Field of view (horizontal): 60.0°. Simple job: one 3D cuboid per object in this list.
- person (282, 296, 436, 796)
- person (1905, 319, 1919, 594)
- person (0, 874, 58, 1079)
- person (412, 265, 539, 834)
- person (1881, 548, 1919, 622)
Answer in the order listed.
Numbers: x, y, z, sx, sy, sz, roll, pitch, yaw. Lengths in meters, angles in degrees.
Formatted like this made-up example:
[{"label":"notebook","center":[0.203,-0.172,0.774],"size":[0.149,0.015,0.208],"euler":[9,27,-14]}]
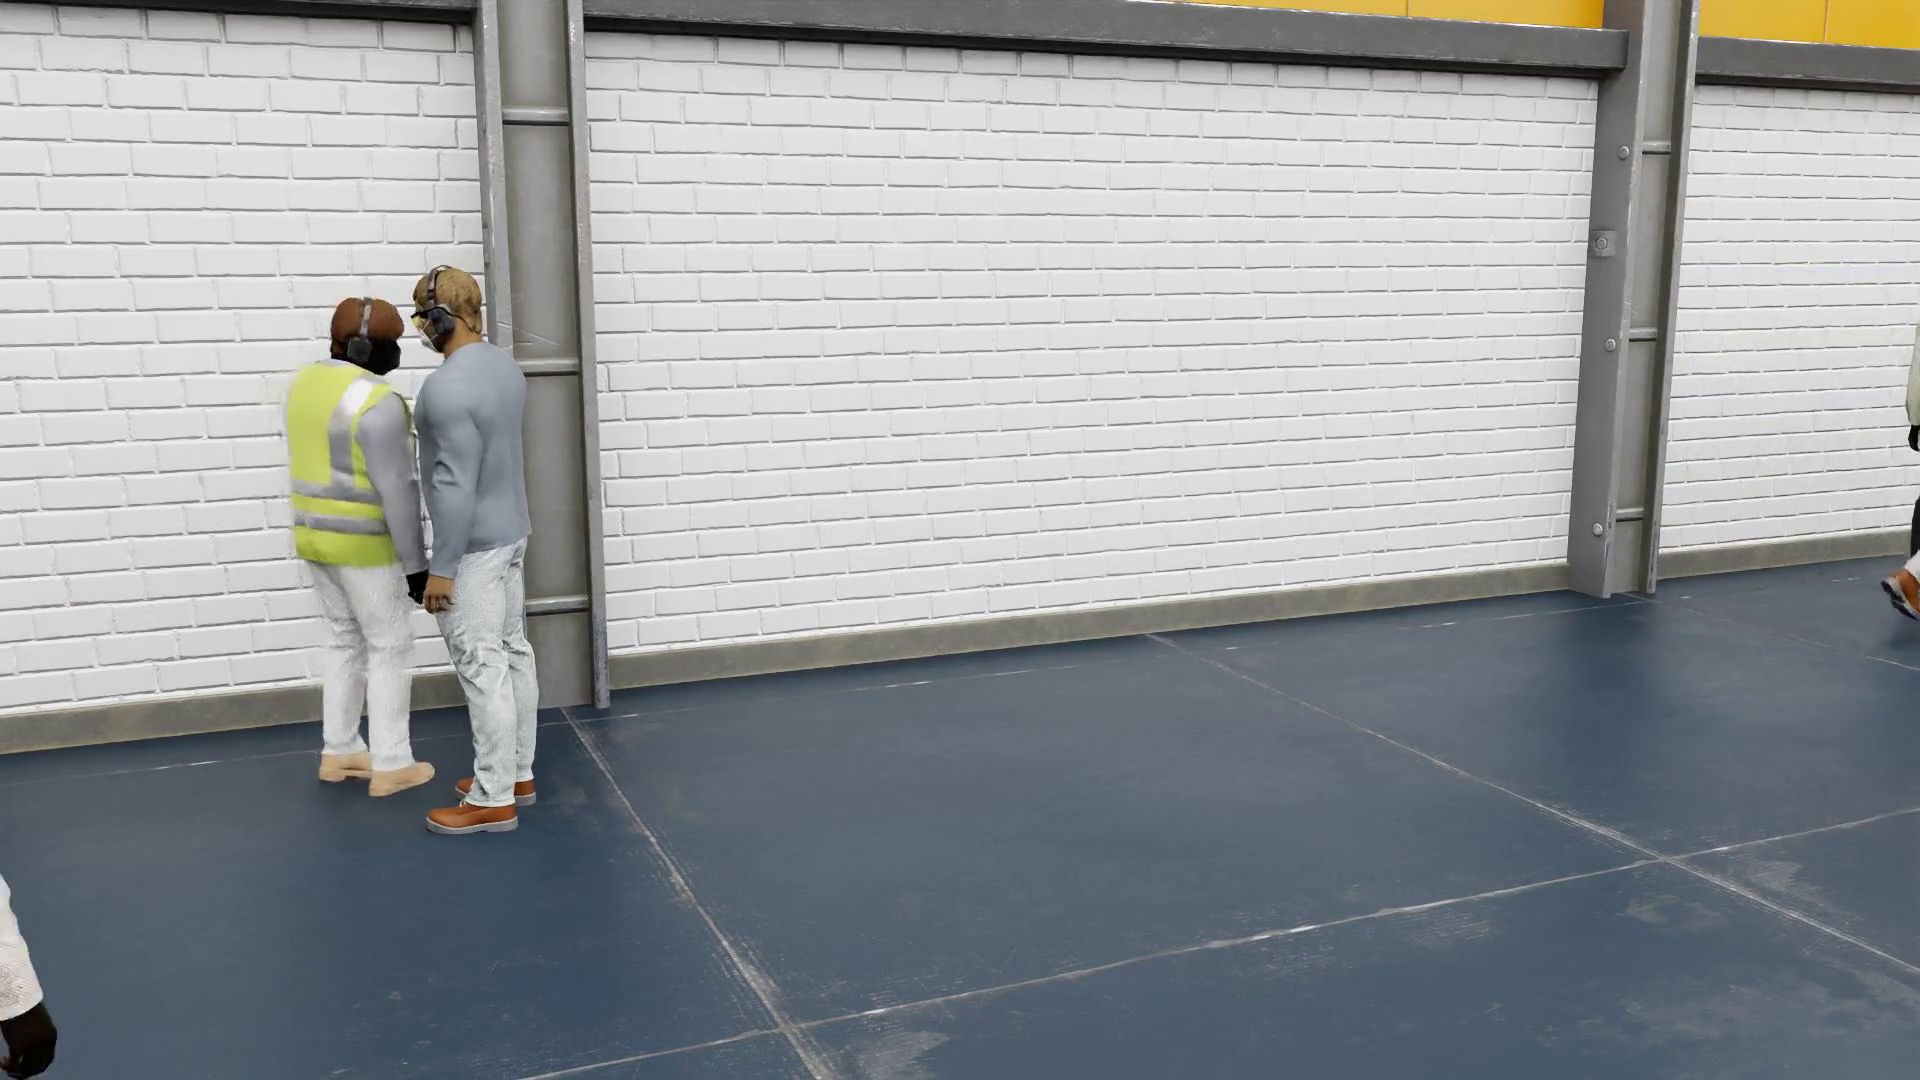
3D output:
[{"label":"person","center":[-2.161,0.046,6.008],"size":[0.657,1.812,0.434],"euler":[8,13,37]},{"label":"person","center":[5.651,-0.655,9.336],"size":[0.386,1.992,0.625],"euler":[-7,13,-35]},{"label":"person","center":[-1.740,0.637,2.561],"size":[0.623,1.866,1.019],"euler":[3,11,16]},{"label":"person","center":[-1.664,0.038,5.690],"size":[0.371,1.933,0.627],"euler":[1,10,4]},{"label":"person","center":[5.104,-0.448,8.370],"size":[0.525,1.930,0.624],"euler":[0,10,-1]}]
